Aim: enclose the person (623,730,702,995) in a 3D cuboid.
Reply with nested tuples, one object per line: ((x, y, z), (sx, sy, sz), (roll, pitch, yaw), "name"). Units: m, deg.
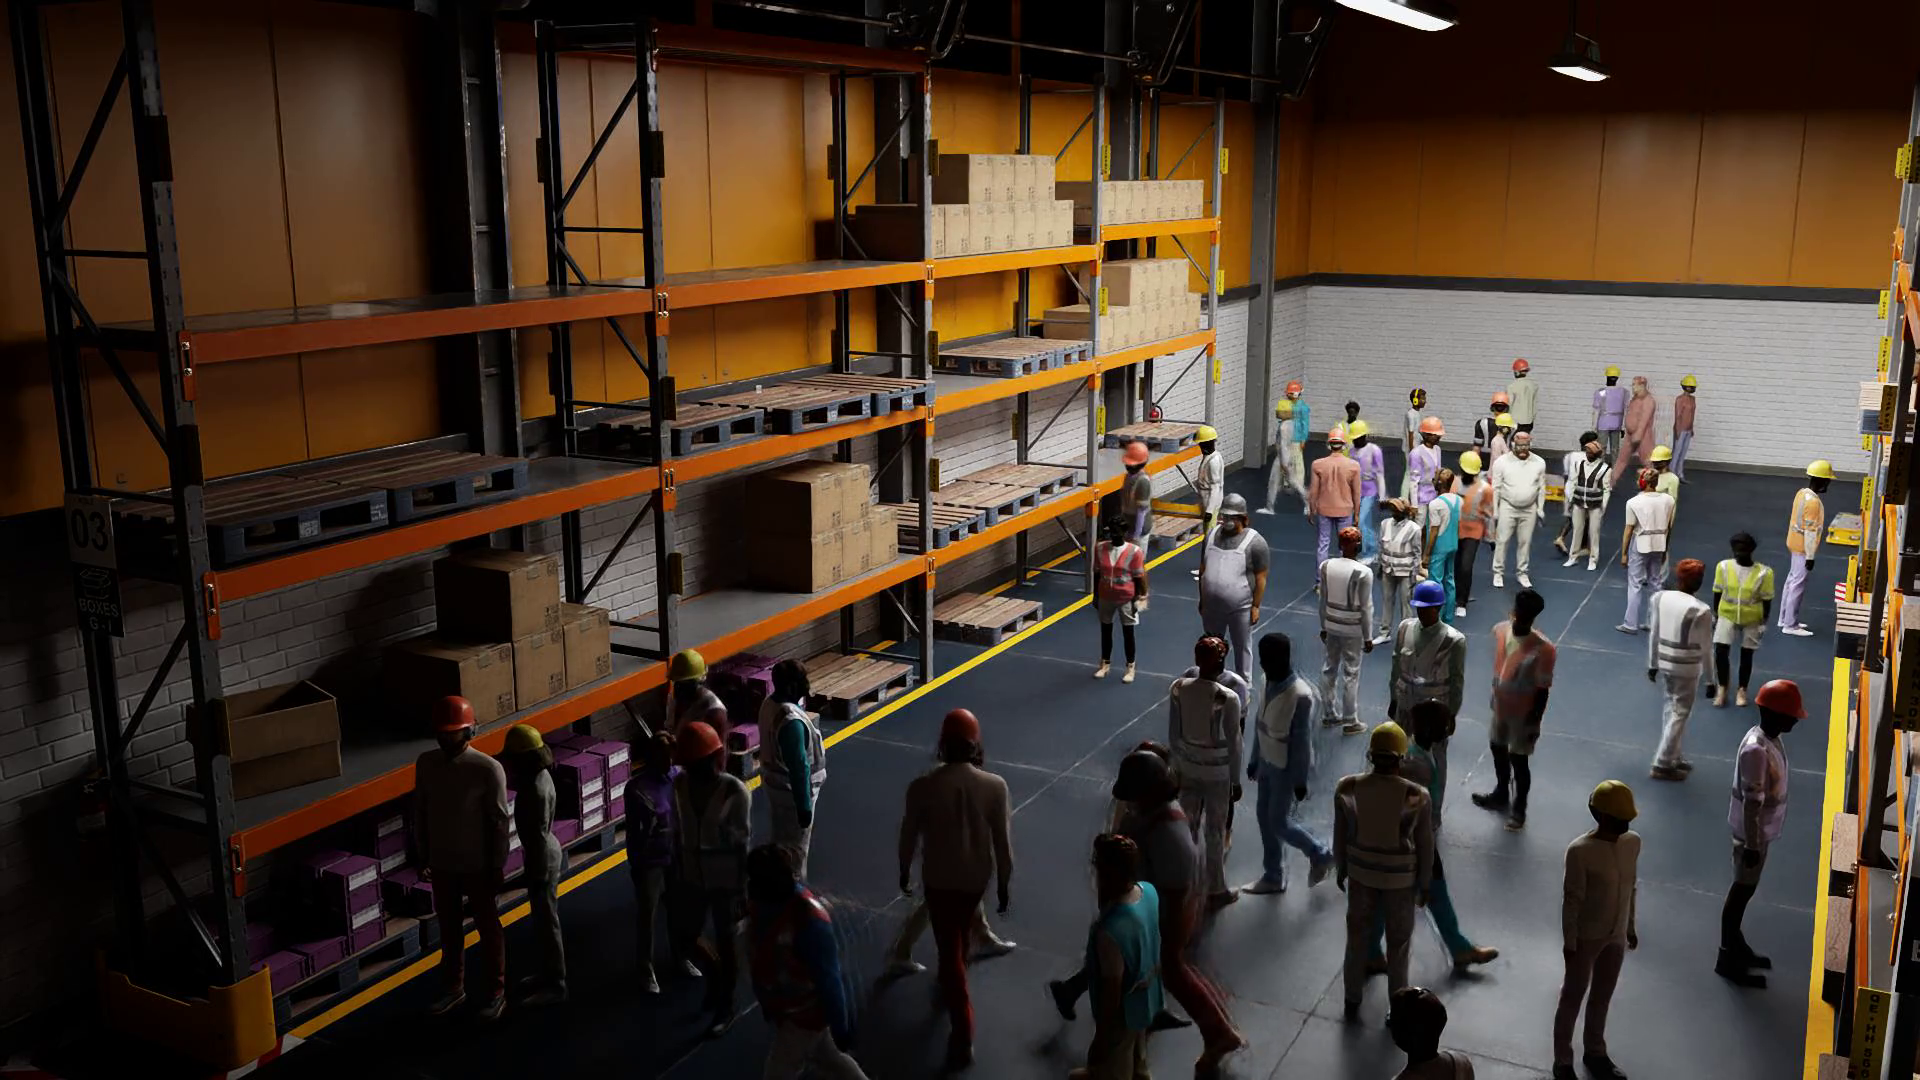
((-1.825, 1.960, 10.245), (0.511, 1.638, 0.307), (-11, 16, -40), "person")

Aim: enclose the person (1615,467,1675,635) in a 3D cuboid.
((7.420, 0.132, 17.988), (0.561, 1.836, 0.395), (-3, 13, -12), "person")

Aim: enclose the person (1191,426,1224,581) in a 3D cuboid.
((3.040, -0.450, 20.401), (0.380, 1.917, 0.585), (1, 13, 3), "person")

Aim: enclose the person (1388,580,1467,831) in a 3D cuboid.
((3.542, 1.253, 12.706), (0.389, 1.949, 0.604), (-12, 17, -42), "person")

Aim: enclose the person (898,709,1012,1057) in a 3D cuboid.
((-0.034, 1.935, 9.679), (0.628, 1.940, 1.029), (-4, 13, -16), "person")

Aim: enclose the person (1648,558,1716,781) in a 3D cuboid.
((5.957, 1.063, 13.722), (0.449, 1.884, 0.606), (-5, 14, -22), "person")

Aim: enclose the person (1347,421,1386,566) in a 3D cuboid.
((5.076, -0.579, 21.053), (0.677, 1.876, 0.613), (-5, 14, -23), "person")

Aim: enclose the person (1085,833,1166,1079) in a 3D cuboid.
((0.806, 2.324, 8.145), (0.374, 1.843, 0.568), (6, 14, 27), "person")

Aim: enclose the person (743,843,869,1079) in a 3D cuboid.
((-0.741, 2.319, 8.352), (0.964, 1.784, 0.628), (-6, 14, -26), "person")

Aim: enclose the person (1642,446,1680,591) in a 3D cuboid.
((8.349, -0.261, 19.925), (0.332, 1.760, 0.526), (-5, 13, -21), "person")

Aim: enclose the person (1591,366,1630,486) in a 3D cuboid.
((10.324, -1.812, 26.479), (0.588, 1.927, 0.366), (-1, 13, -5), "person")

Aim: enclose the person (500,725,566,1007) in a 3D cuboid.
((-2.582, 1.950, 10.088), (0.322, 1.729, 0.488), (-4, 13, -19), "person")

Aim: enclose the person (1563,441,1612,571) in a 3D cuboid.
((7.923, -0.437, 20.973), (0.514, 1.639, 0.311), (12, 17, 42), "person")

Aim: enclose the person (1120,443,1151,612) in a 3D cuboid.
((1.973, -0.134, 18.797), (0.494, 2.004, 0.658), (-4, 13, -17), "person")

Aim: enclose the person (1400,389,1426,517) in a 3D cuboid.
((6.591, -1.278, 24.217), (0.313, 1.869, 0.528), (4, 13, 16), "person")

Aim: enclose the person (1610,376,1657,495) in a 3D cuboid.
((10.388, -1.600, 25.698), (0.984, 1.856, 0.646), (-1, 13, -5), "person")

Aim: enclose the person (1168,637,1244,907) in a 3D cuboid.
((1.689, 1.580, 11.393), (0.574, 1.883, 0.355), (11, 17, 41), "person")

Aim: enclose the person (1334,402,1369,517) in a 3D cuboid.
((5.657, -1.167, 24.181), (0.539, 1.654, 0.856), (4, 13, 16), "person")

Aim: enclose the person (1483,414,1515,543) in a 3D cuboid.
((7.280, -0.830, 22.449), (0.318, 1.766, 0.534), (5, 14, 23), "person")

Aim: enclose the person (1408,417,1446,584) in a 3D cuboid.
((5.704, -0.495, 20.323), (0.391, 2.040, 0.615), (11, 17, 42), "person")

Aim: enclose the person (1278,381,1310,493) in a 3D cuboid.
((5.195, -1.606, 25.950), (0.338, 1.747, 0.572), (-6, 14, -25), "person")

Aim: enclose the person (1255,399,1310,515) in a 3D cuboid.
((4.773, -1.199, 24.202), (0.806, 1.715, 0.486), (7, 14, 27), "person")

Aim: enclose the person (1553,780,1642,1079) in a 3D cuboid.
((3.509, 2.150, 9.103), (0.533, 1.768, 0.310), (-6, 14, -25), "person")

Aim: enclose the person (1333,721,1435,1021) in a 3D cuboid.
((2.498, 1.957, 9.825), (0.588, 1.829, 0.404), (6, 14, 25), "person")

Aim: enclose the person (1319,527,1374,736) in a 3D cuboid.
((3.447, 0.808, 14.878), (0.364, 1.879, 0.579), (-9, 15, -35), "person")

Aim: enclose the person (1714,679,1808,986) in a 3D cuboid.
((4.979, 1.790, 10.334), (0.374, 1.933, 0.550), (8, 15, 32), "person")

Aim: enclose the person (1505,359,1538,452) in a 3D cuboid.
((9.033, -1.934, 26.891), (0.616, 1.986, 0.398), (-5, 13, -20), "person")

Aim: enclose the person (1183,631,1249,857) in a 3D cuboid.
((1.852, 1.487, 12.226), (0.537, 1.696, 0.321), (9, 15, 35), "person")

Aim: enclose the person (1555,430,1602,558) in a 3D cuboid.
((7.995, -0.581, 21.533), (0.549, 1.670, 0.548), (-11, 17, -41), "person")

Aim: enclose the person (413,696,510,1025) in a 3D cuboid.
((-2.944, 1.874, 9.816), (0.612, 1.997, 0.375), (3, 13, 15), "person")

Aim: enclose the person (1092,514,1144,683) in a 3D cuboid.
((1.541, 0.567, 16.365), (0.535, 1.691, 0.317), (6, 14, 26), "person")

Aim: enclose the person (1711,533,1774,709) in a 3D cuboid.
((7.263, 0.767, 15.512), (0.540, 1.669, 0.587), (8, 15, 32), "person")

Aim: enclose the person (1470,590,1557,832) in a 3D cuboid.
((4.233, 1.264, 12.721), (0.466, 1.922, 0.749), (-5, 14, -22), "person")

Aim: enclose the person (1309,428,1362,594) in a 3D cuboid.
((4.447, -0.336, 19.739), (0.609, 1.986, 0.392), (3, 13, 13), "person")

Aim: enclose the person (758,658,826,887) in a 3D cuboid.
((-1.103, 1.679, 11.040), (0.429, 1.846, 0.625), (-5, 14, -22), "person")

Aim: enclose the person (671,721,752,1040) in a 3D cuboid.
((-1.433, 1.955, 9.635), (0.553, 1.917, 0.432), (5, 13, 19), "person")

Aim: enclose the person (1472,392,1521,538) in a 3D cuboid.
((7.271, -0.996, 22.613), (0.611, 2.028, 0.409), (2, 13, 11), "person")

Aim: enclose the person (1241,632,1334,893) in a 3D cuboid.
((2.272, 1.550, 11.533), (0.544, 1.886, 0.604), (-4, 13, -17), "person")

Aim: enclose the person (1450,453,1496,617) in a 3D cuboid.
((5.710, -0.089, 18.925), (0.533, 1.875, 0.736), (-9, 16, -36), "person")

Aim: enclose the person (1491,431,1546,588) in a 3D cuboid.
((6.719, -0.364, 20.048), (0.651, 1.905, 0.407), (1, 13, 3), "person")

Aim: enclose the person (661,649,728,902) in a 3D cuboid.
((-1.807, 1.610, 11.427), (0.504, 1.822, 0.612), (-10, 16, -39), "person")

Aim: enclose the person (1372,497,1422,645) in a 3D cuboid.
((4.605, 0.344, 17.478), (0.317, 1.639, 0.514), (-10, 16, -38), "person")

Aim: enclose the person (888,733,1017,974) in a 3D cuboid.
((-0.071, 1.939, 10.455), (0.863, 1.586, 0.488), (-3, 13, -15), "person")

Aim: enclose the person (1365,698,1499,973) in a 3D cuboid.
((2.934, 1.862, 10.306), (0.926, 1.799, 0.522), (4, 13, 18), "person")

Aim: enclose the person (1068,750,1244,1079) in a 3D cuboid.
((1.125, 2.016, 9.082), (0.961, 2.000, 0.700), (0, 13, -1), "person")

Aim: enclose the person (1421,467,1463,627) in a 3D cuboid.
((5.192, 0.126, 17.988), (0.504, 1.847, 0.345), (-10, 16, -38), "person")

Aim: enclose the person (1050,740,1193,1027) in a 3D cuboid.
((0.953, 2.009, 9.644), (0.755, 1.814, 0.584), (2, 13, 10), "person")

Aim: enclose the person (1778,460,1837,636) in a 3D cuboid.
((9.190, 0.082, 18.034), (0.410, 1.918, 0.585), (4, 13, 16), "person")

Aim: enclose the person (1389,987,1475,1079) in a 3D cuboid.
((1.823, 2.657, 6.685), (0.506, 1.840, 0.341), (-9, 15, -34), "person")

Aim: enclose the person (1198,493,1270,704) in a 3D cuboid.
((2.508, 0.565, 15.577), (0.682, 2.000, 0.537), (9, 15, 34), "person")

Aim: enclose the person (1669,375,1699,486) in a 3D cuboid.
((11.584, -1.754, 26.585), (0.525, 1.769, 0.315), (-11, 17, -40), "person")
